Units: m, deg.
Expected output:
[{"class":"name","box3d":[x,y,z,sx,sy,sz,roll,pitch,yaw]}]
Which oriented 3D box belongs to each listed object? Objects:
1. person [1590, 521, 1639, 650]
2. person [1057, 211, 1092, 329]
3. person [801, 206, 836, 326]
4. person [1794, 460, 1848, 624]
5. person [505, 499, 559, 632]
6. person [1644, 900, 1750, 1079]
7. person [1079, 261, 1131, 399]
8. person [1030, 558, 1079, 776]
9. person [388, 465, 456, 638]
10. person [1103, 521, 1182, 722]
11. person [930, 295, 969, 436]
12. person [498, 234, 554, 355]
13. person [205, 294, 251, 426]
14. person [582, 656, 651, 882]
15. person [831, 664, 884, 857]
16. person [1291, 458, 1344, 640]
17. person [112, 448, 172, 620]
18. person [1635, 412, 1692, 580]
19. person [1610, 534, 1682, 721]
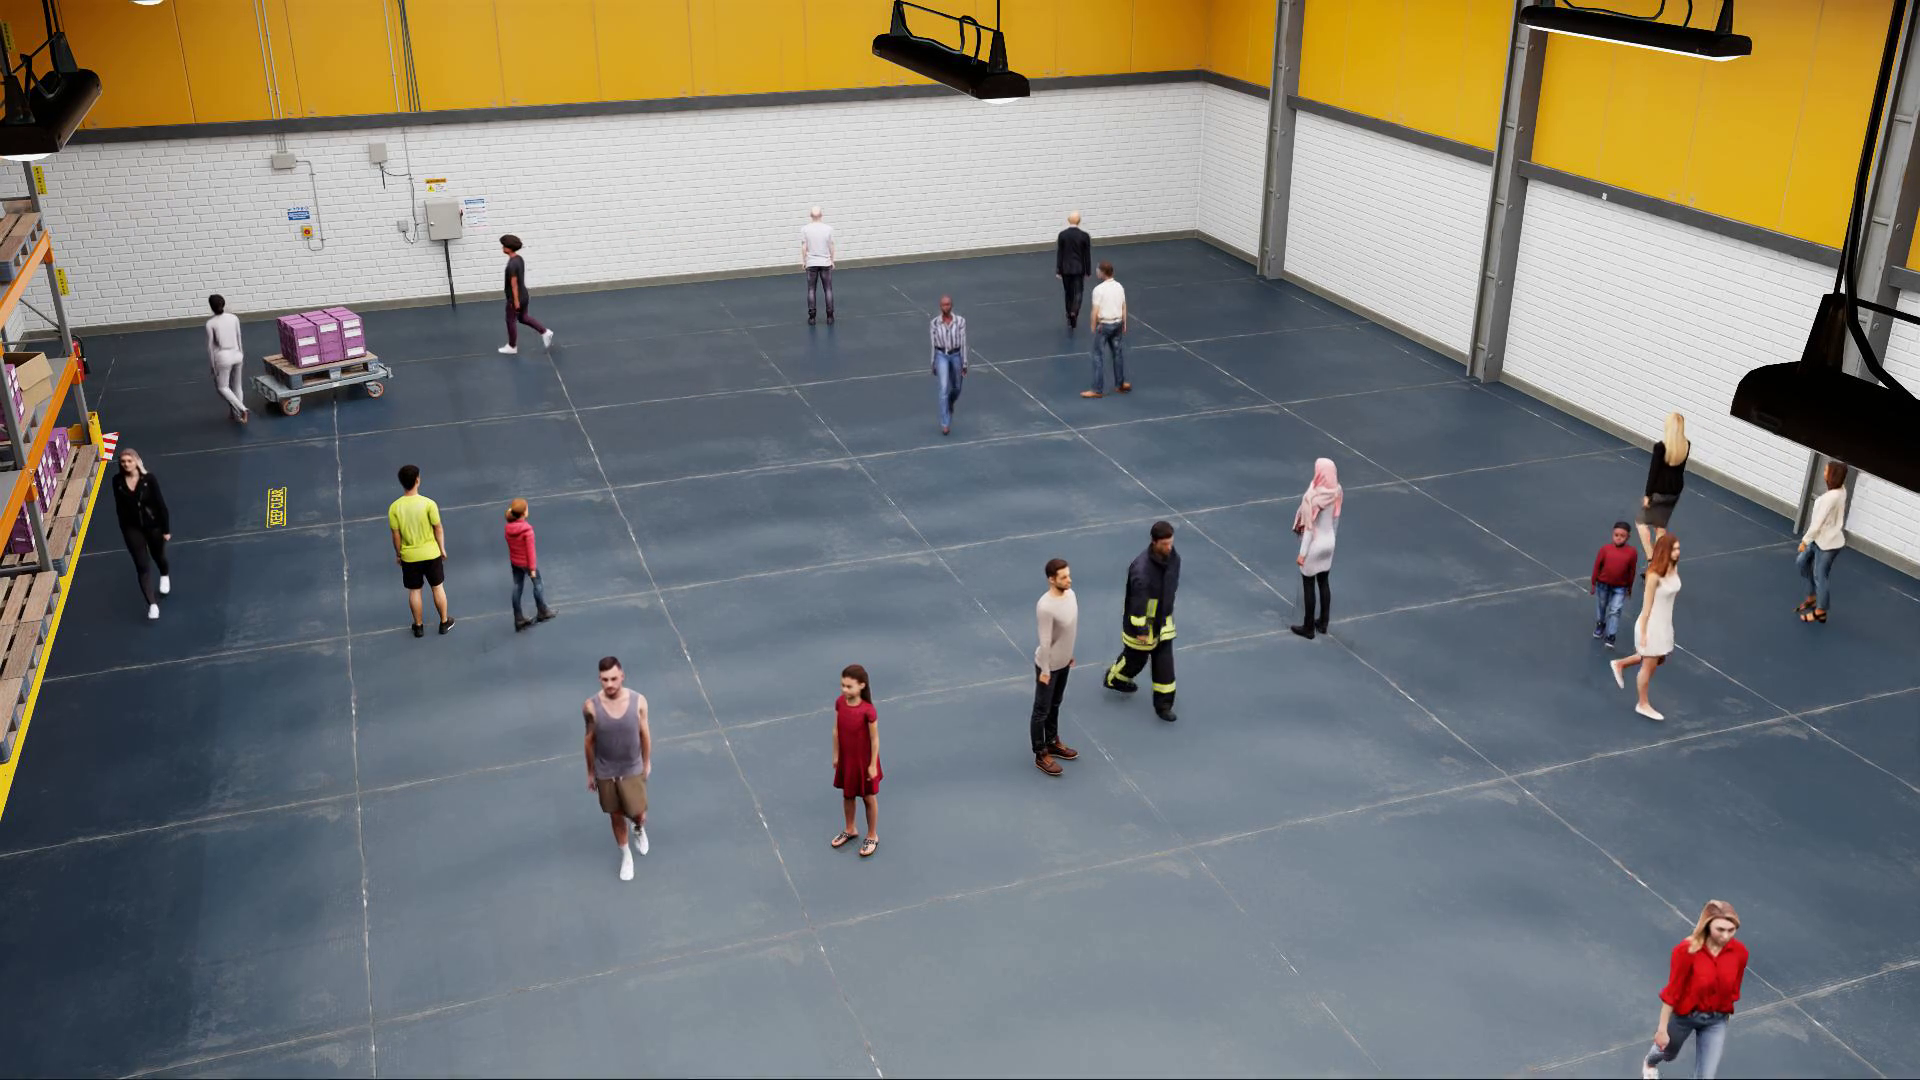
[{"class":"person","box3d":[6.210,0.385,15.814,0.841,1.232,0.894,11,26,23]},{"class":"person","box3d":[1.714,-4.098,25.384,0.986,1.781,1.135,4,24,9]},{"class":"person","box3d":[-2.183,-4.242,25.650,0.707,1.832,0.662,-3,24,-6]},{"class":"person","box3d":[8.454,0.039,16.060,0.804,1.669,0.760,13,27,28]},{"class":"person","box3d":[-4.255,0.263,16.009,0.739,1.300,0.787,13,27,28]},{"class":"person","box3d":[4.283,2.789,9.776,0.926,1.663,1.225,1,24,2]},{"class":"person","box3d":[2.053,-2.856,22.488,1.072,1.825,0.787,-9,25,-20]},{"class":"person","box3d":[0.764,0.995,13.624,0.779,1.868,0.742,14,27,29]},{"class":"person","box3d":[-5.148,0.105,15.864,0.650,1.705,0.574,-5,24,-10]},{"class":"person","box3d":[1.593,0.644,14.420,0.926,1.875,1.151,-19,30,-36]},{"class":"person","box3d":[-0.152,-2.266,21.203,0.762,1.774,0.975,-2,24,-5]},{"class":"person","box3d":[-6.376,-3.572,24.202,0.931,1.764,1.058,0,24,0]},{"class":"person","box3d":[-9.355,-2.287,21.319,1.033,1.718,0.903,18,29,35]},{"class":"person","box3d":[-2.523,1.639,12.321,0.715,1.834,0.824,-3,24,-8]},{"class":"person","box3d":[-0.777,1.632,12.561,0.683,1.554,0.743,12,26,25]},{"class":"person","box3d":[3.403,0.073,15.815,0.688,1.803,0.661,-15,28,-30]},{"class":"person","box3d":[-8.047,-0.122,16.460,0.634,1.644,1.125,-7,25,-16]},{"class":"person","box3d":[7.174,-0.383,16.822,0.620,1.832,0.671,-7,25,-15]},{"class":"person","box3d":[5.975,0.716,14.474,0.666,1.698,0.929,-14,27,-29]}]
